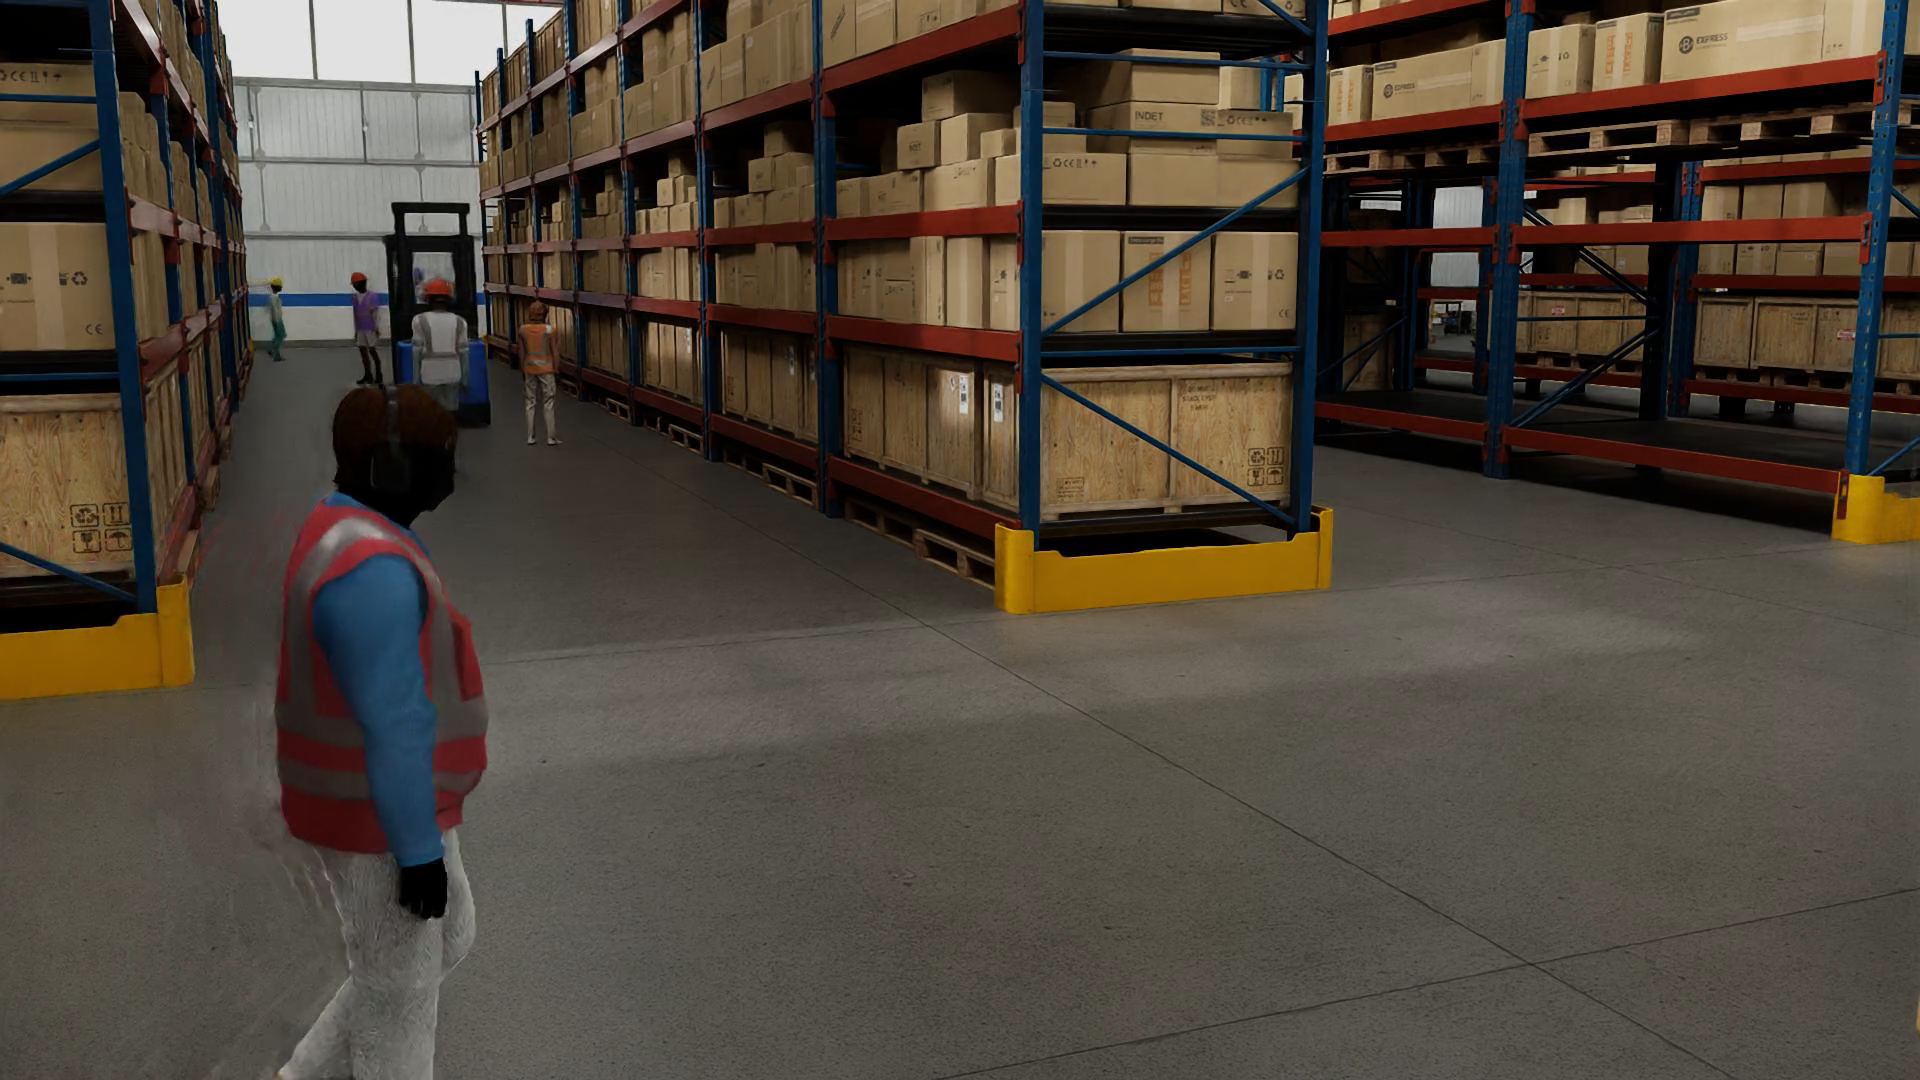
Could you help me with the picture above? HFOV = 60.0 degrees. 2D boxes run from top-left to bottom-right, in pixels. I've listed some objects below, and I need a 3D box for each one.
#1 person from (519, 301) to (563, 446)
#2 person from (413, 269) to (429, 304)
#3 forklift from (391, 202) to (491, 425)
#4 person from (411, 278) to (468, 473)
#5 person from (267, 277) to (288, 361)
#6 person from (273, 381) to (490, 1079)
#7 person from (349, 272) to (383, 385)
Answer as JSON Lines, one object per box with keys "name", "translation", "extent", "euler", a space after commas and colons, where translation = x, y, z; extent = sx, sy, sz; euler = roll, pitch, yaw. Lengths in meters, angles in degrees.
{"name": "person", "translation": [-4.763, -1.884, 18.882], "extent": [0.513, 1.634, 0.309], "euler": [3, 10, 16]}
{"name": "person", "translation": [-11.709, -4.901, 36.044], "extent": [0.439, 1.926, 0.644], "euler": [-3, 10, -15]}
{"name": "forklift", "translation": [-6.688, -2.899, 21.229], "extent": [1.129, 2.768, 1.873], "euler": [-4, 10, -22]}
{"name": "person", "translation": [-5.120, -1.607, 16.348], "extent": [0.585, 1.920, 0.408], "euler": [-7, 12, -36]}
{"name": "person", "translation": [-14.357, -4.640, 35.003], "extent": [0.374, 1.753, 0.543], "euler": [-3, 10, -18]}
{"name": "person", "translation": [-1.236, 0.580, 3.552], "extent": [0.463, 1.832, 0.641], "euler": [-3, 10, -20]}
{"name": "person", "translation": [-10.086, -3.603, 28.364], "extent": [0.649, 1.904, 0.593], "euler": [4, 10, 25]}
